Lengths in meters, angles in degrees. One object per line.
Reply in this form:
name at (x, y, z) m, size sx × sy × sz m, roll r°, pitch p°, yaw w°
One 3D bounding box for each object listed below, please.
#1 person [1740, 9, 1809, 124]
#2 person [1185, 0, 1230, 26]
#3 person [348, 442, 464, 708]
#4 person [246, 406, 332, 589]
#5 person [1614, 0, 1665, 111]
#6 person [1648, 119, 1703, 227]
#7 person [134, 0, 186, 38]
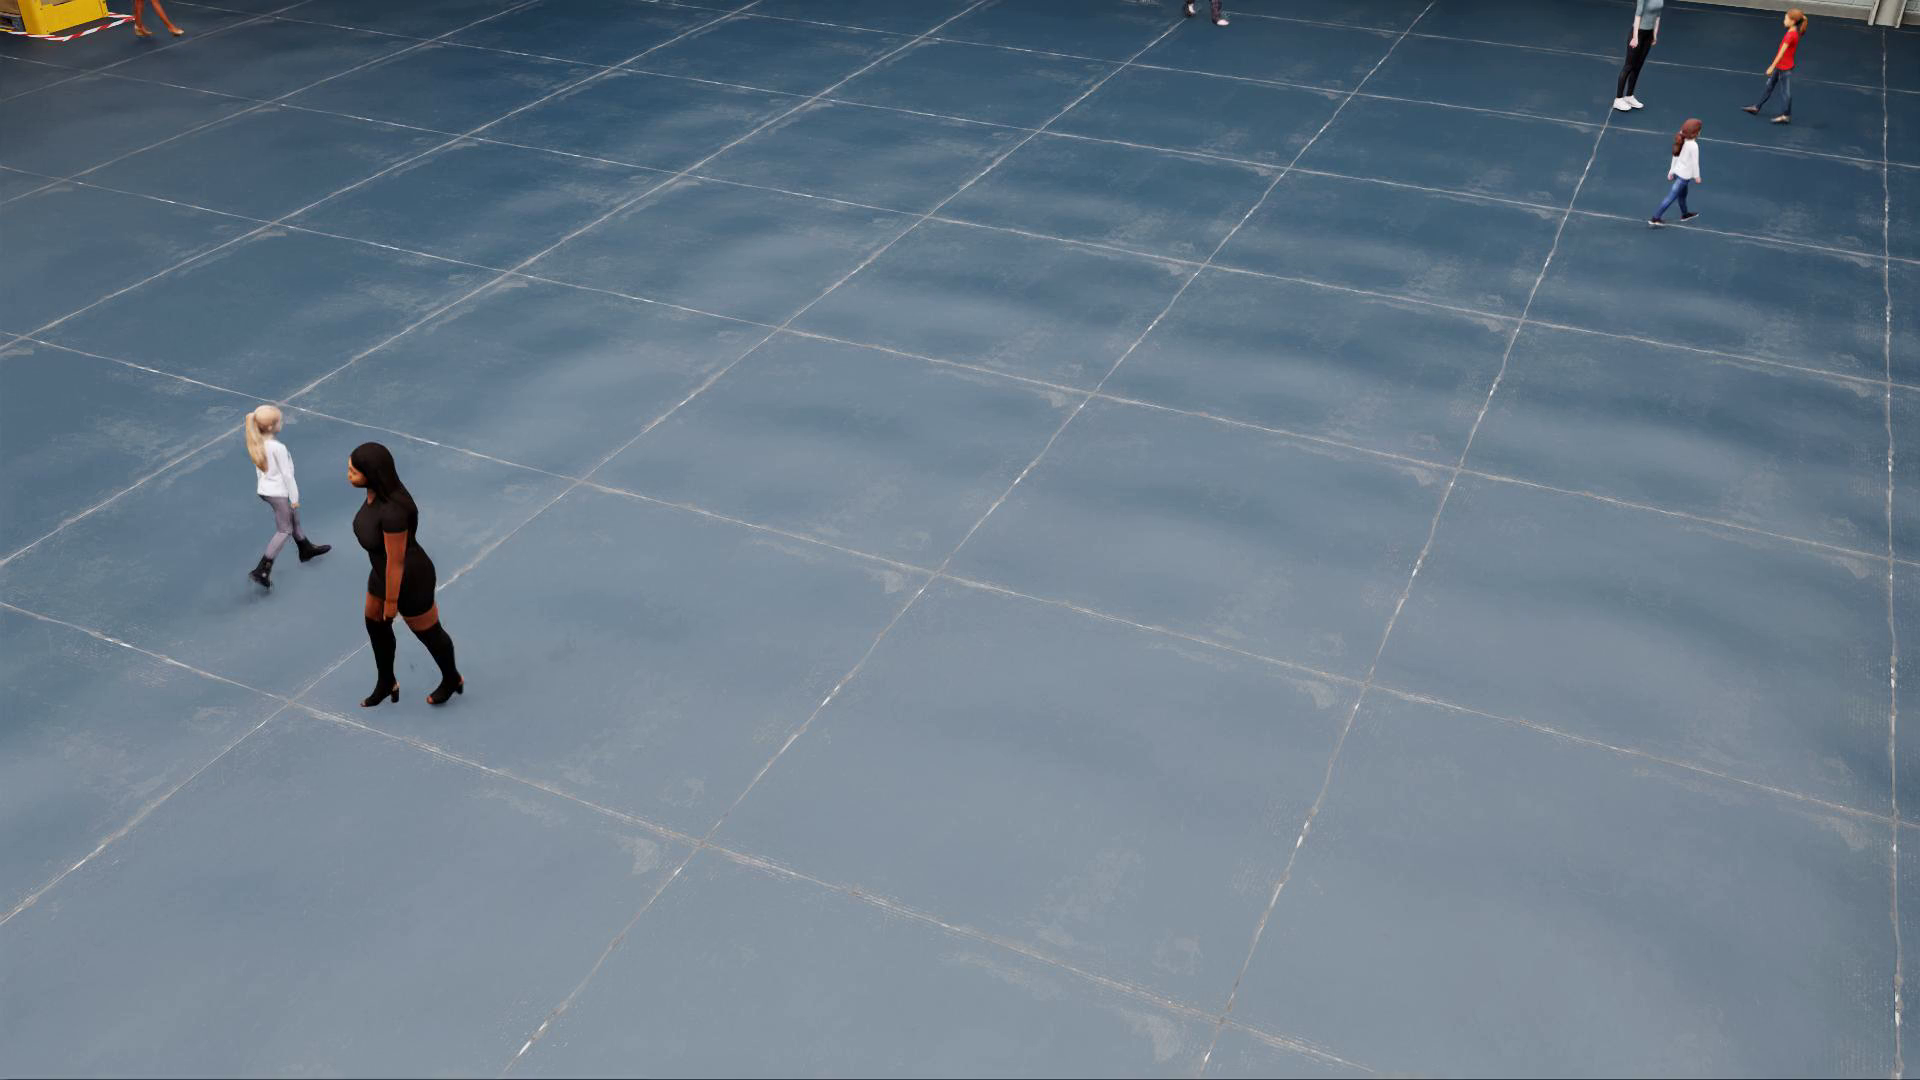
person at (9.696, -5.502, 19.404) m, size 0.777 × 1.289 × 0.489 m, roll 14°, pitch 35°, yaw 20°
person at (3.443, -8.116, 23.034) m, size 0.968 × 1.836 × 1.250 m, roll -26°, pitch 41°, yaw -35°
person at (-3.194, 0.222, 9.819) m, size 0.978 × 1.832 × 0.937 m, roll -16°, pitch 36°, yaw -24°
person at (-4.636, -0.278, 11.155) m, size 0.874 × 1.254 × 0.708 m, roll 21°, pitch 38°, yaw 29°
person at (8.101, -5.991, 19.754) m, size 0.647 × 1.741 × 0.674 m, roll -20°, pitch 37°, yaw -28°
person at (7.204, -3.669, 16.687) m, size 0.849 × 1.087 × 0.700 m, roll -4°, pitch 32°, yaw -6°
person at (-11.079, -7.565, 22.336) m, size 1.042 × 1.650 × 0.844 m, roll -5°, pitch 33°, yaw -7°
